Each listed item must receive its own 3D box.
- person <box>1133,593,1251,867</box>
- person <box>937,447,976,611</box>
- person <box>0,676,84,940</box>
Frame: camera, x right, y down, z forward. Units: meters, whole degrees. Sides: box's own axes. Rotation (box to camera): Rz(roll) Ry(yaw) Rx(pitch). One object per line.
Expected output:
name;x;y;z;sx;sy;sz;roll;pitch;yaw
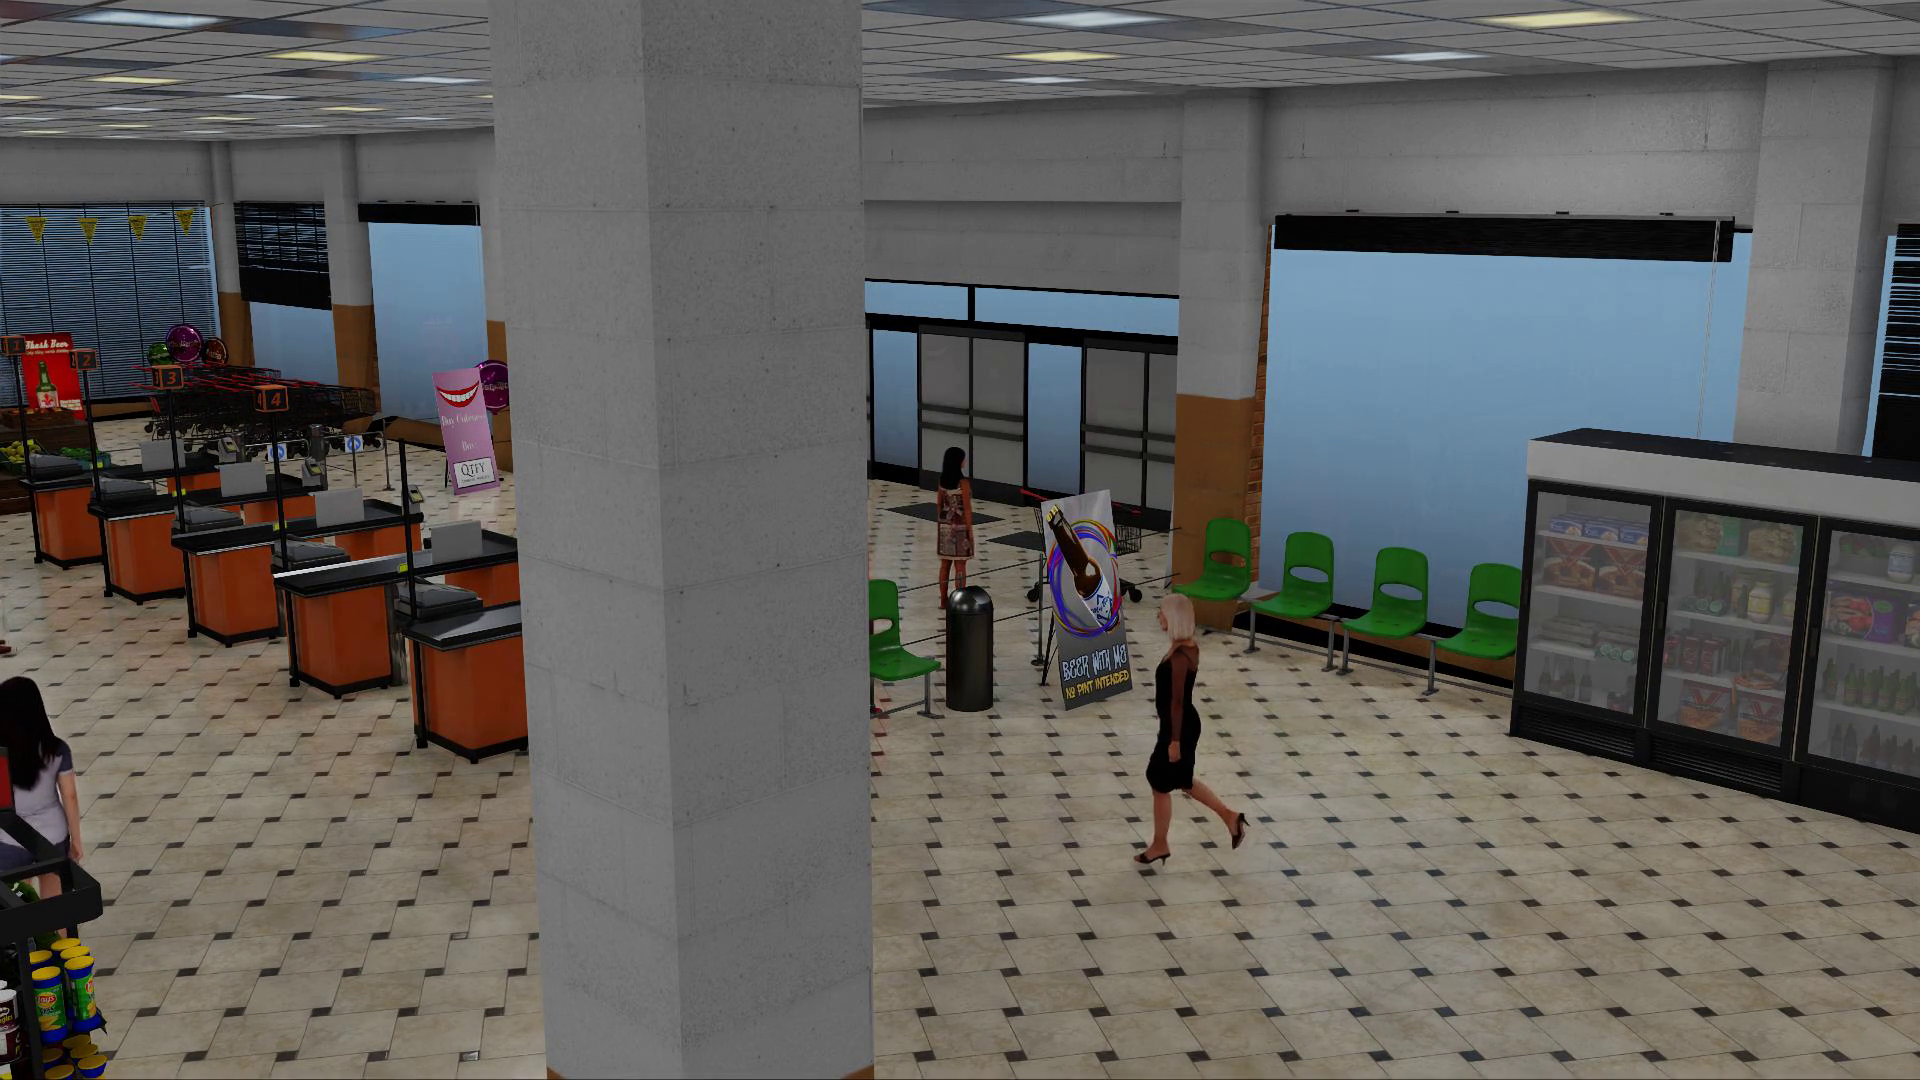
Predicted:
person;1.408;1.184;10.135;0.935;1.730;0.973;3;12;14
person;-0.057;-0.111;16.489;0.521;1.645;0.651;-11;16;-42
person;-4.726;1.565;8.450;1.041;1.677;0.785;-8;14;-32
